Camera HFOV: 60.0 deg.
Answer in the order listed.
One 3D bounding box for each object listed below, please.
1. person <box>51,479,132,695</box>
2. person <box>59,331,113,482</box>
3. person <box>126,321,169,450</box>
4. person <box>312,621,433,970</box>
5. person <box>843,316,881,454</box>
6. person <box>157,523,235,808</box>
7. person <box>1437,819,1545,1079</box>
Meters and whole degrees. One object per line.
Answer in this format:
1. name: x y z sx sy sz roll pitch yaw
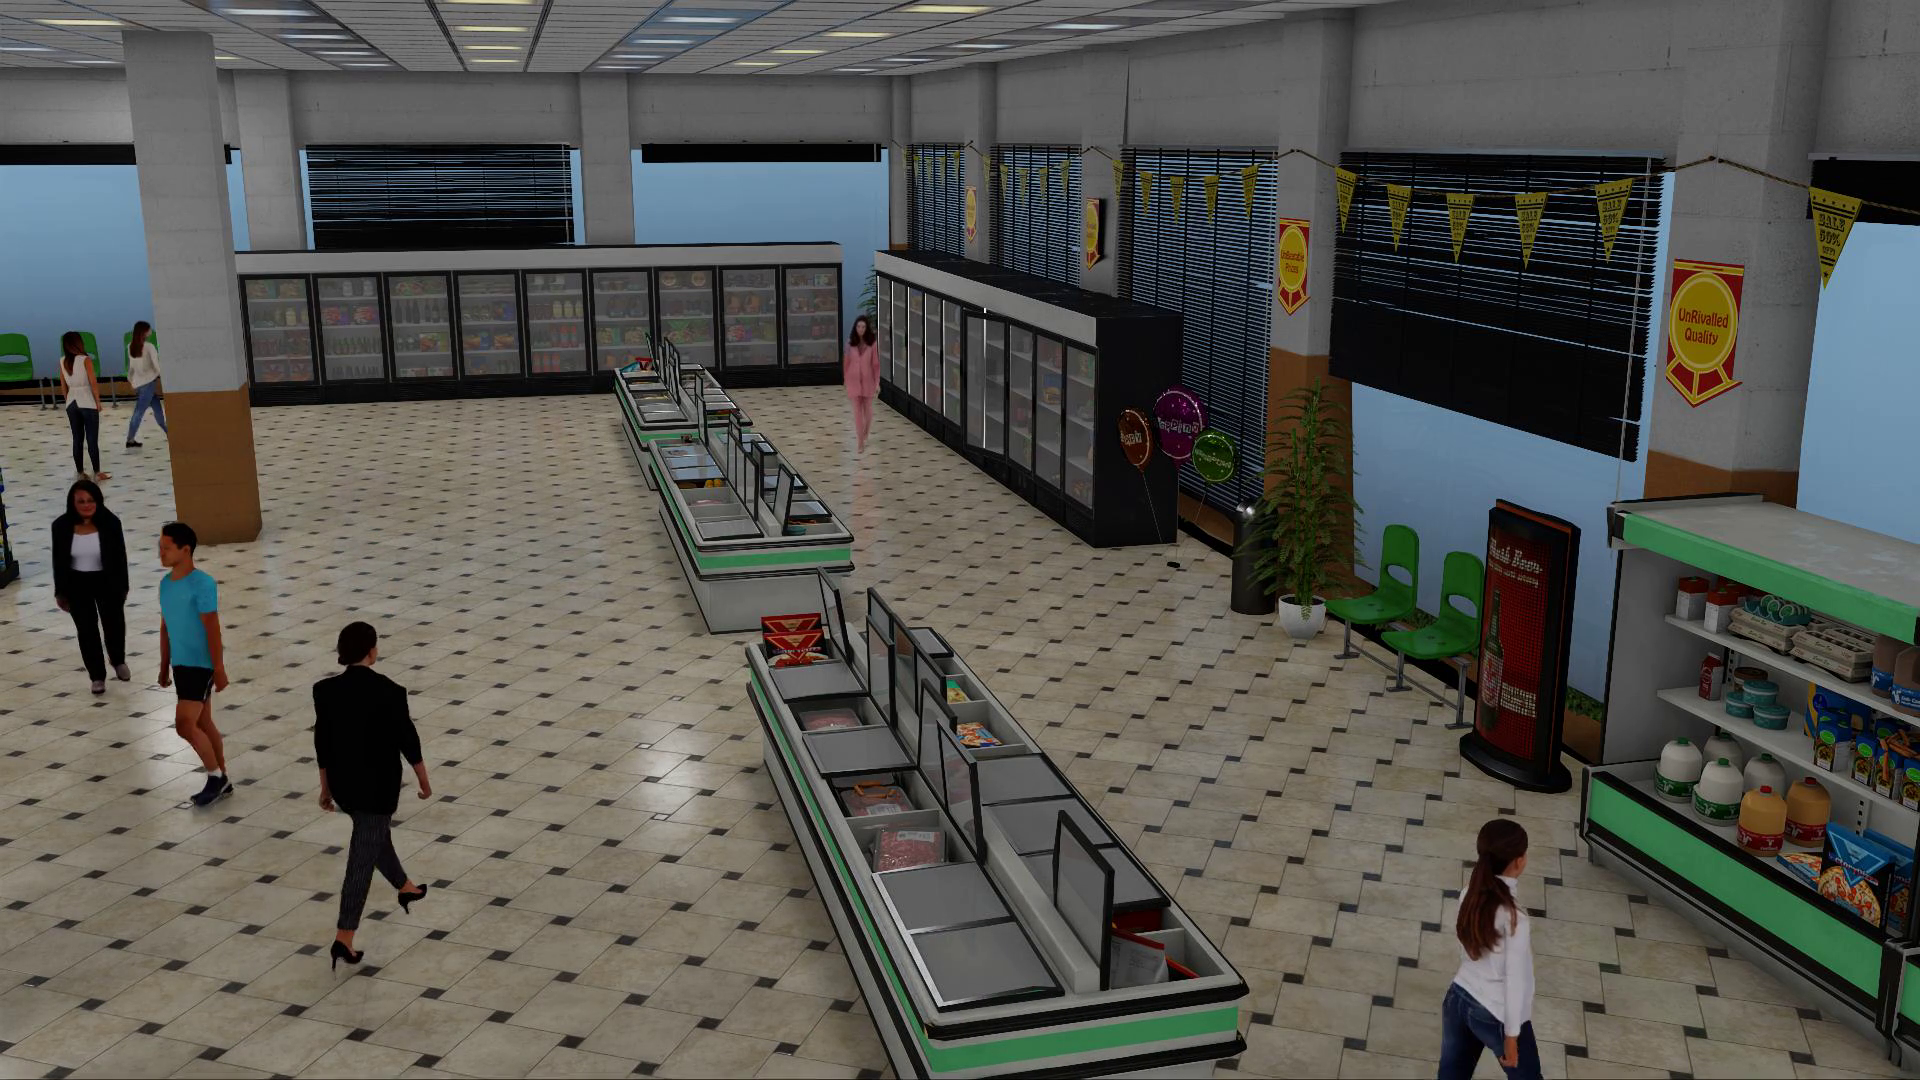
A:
1. person: -6.390 0.328 12.230 0.718 1.606 0.731 -7 15 -27
2. person: -10.436 -1.588 19.749 0.656 1.785 0.637 1 14 5
3. person: -10.647 -1.962 21.608 1.107 1.635 1.149 7 15 28
4. person: -2.951 1.287 8.155 0.985 1.663 1.210 3 14 12
5. person: -1.294 -2.027 21.582 0.735 1.774 0.901 0 14 -1
6. person: -4.576 0.754 10.142 0.740 1.762 0.815 10 17 34
7. person: 1.910 1.818 6.254 0.726 1.528 0.929 -7 15 -27
